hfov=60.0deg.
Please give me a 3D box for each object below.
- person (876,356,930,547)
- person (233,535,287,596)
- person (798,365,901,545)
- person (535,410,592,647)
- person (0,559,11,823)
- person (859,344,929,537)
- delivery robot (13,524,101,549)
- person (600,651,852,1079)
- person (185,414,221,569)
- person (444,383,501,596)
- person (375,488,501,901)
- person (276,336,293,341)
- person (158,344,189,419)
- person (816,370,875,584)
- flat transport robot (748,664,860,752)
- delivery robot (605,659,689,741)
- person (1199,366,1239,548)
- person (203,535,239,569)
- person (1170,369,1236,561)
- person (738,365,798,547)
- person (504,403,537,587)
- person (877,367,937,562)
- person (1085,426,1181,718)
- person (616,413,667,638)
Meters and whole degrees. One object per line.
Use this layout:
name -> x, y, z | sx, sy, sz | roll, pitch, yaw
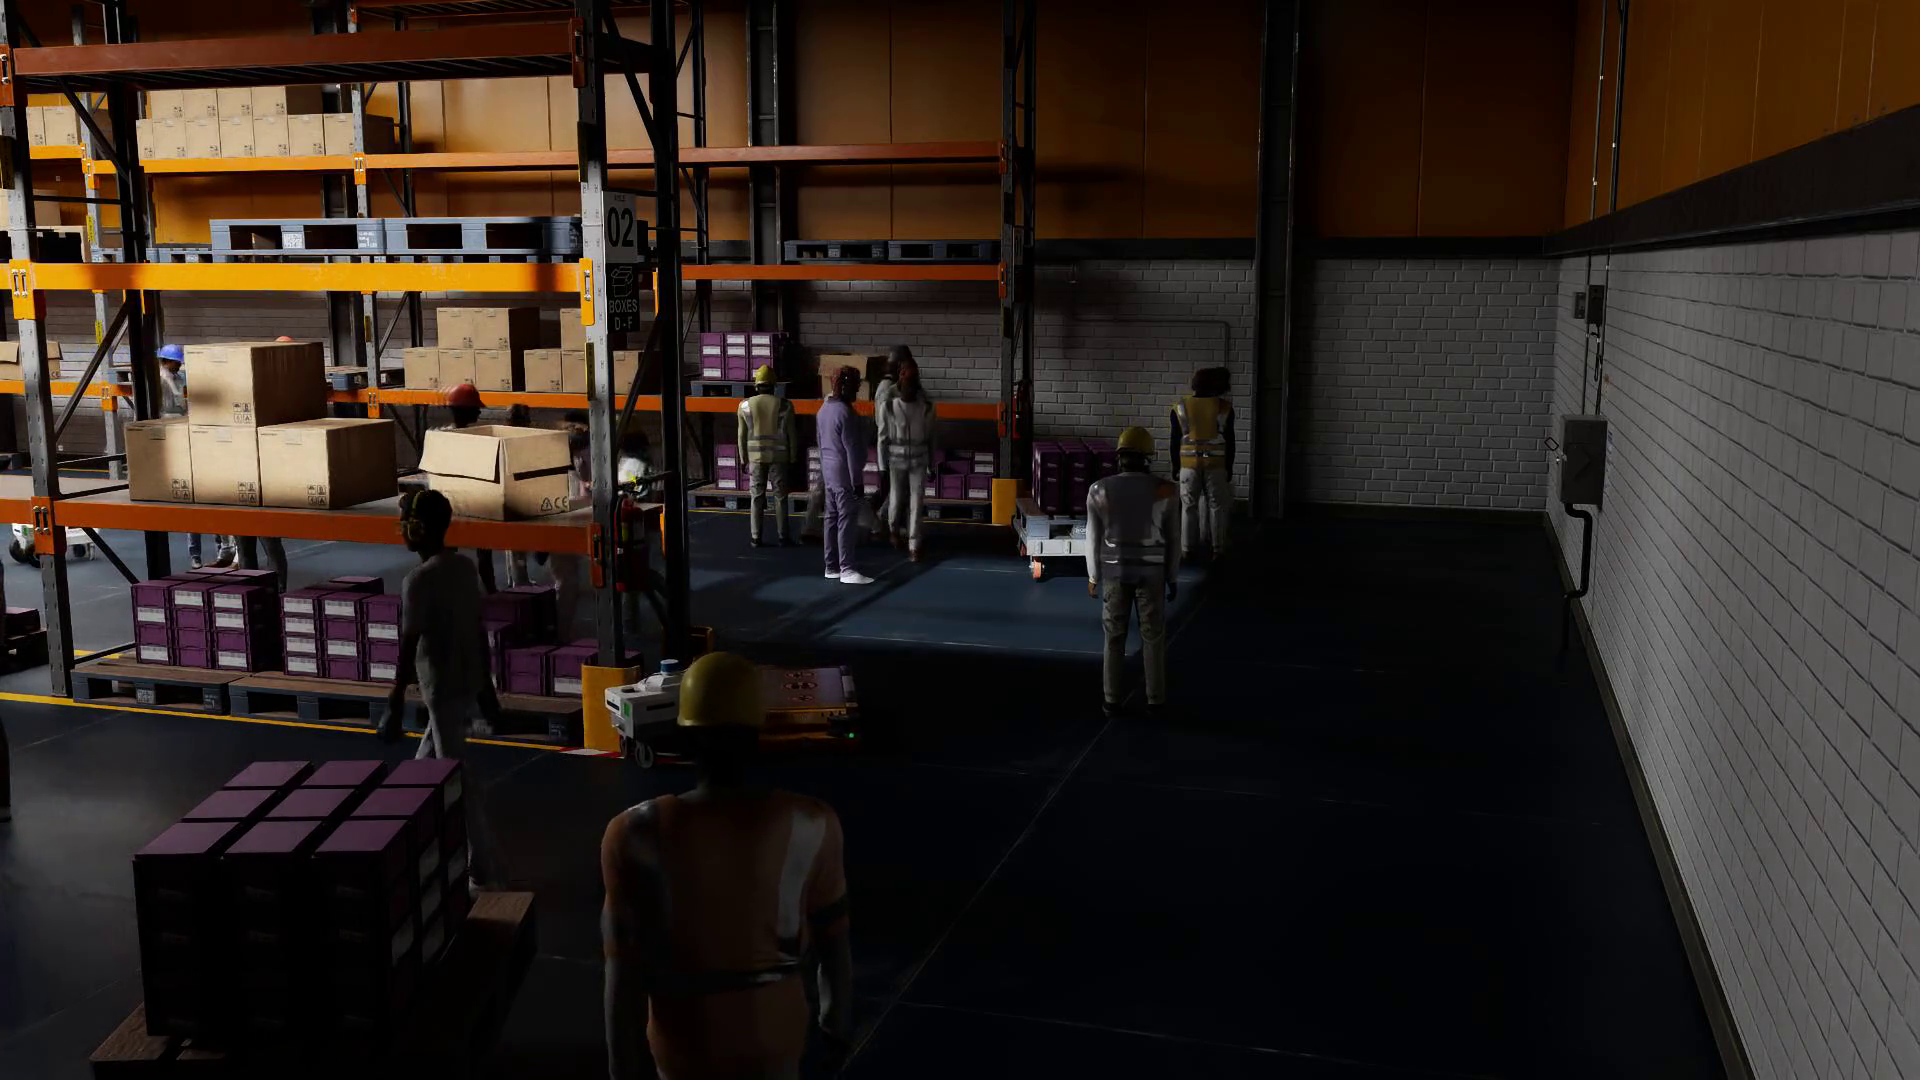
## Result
person -> -0.556, -0.890, 16.761 | 0.638, 1.921, 0.547 | -9, 13, -43
person -> -5.655, -0.333, 13.317 | 0.630, 1.940, 0.372 | 2, 9, 10
person -> -1.169, -0.849, 16.811 | 1.067, 1.819, 0.640 | -4, 10, -24
person -> -2.814, -0.016, 11.893 | 0.549, 1.822, 0.634 | 0, 9, 1
person -> -5.034, 0.505, 8.242 | 0.387, 1.926, 0.591 | 5, 11, 30
person -> -0.677, -1.021, 17.198 | 0.680, 2.000, 0.697 | 2, 9, 10
delivery robot -> -8.570, -0.097, 15.803 | 0.477, 0.478, 0.707 | 9, 13, 43
person -> -0.575, 1.199, 4.172 | 0.615, 1.868, 1.004 | -2, 10, -11
person -> -7.034, -0.615, 15.564 | 0.326, 1.767, 0.533 | 9, 13, 44
person -> -4.053, -0.313, 13.356 | 0.944, 1.900, 0.544 | -3, 10, -15
person -> -2.332, 0.698, 7.322 | 0.649, 1.846, 0.522 | 1, 9, 6
person -> -7.941, -1.415, 19.732 | 0.611, 1.997, 0.375 | -4, 10, -25
person -> -9.117, -1.303, 19.255 | 0.456, 1.923, 0.637 | 0, 9, -1
person -> -1.016, -0.561, 14.805 | 0.409, 1.907, 0.649 | -5, 11, -30
flat transport robot -> -0.970, 1.007, 10.218 | 0.652, 0.197, 1.431 | -1, 9, -6
delivery robot -> -1.661, 0.929, 9.545 | 0.707, 0.478, 0.477 | -6, 11, -32
person -> 2.580, -0.816, 16.612 | 0.541, 1.832, 0.654 | 0, 9, -3
person -> -6.744, -0.647, 15.229 | 0.631, 1.938, 0.362 | 8, 13, 42
person -> 2.319, -0.711, 15.921 | 0.626, 1.844, 0.429 | 1, 9, 7
person -> -1.923, -0.839, 16.707 | 0.599, 1.836, 0.404 | 0, 9, -1
person -> -3.830, -0.371, 14.453 | 0.311, 1.641, 0.512 | -4, 10, -21
person -> -0.520, -0.748, 16.114 | 0.581, 1.862, 0.794 | -1, 9, -8
person -> 1.079, 0.206, 10.383 | 0.591, 1.823, 0.404 | 2, 9, 10
person -> -2.390, -0.099, 12.521 | 0.562, 1.725, 0.497 | 3, 10, 17
